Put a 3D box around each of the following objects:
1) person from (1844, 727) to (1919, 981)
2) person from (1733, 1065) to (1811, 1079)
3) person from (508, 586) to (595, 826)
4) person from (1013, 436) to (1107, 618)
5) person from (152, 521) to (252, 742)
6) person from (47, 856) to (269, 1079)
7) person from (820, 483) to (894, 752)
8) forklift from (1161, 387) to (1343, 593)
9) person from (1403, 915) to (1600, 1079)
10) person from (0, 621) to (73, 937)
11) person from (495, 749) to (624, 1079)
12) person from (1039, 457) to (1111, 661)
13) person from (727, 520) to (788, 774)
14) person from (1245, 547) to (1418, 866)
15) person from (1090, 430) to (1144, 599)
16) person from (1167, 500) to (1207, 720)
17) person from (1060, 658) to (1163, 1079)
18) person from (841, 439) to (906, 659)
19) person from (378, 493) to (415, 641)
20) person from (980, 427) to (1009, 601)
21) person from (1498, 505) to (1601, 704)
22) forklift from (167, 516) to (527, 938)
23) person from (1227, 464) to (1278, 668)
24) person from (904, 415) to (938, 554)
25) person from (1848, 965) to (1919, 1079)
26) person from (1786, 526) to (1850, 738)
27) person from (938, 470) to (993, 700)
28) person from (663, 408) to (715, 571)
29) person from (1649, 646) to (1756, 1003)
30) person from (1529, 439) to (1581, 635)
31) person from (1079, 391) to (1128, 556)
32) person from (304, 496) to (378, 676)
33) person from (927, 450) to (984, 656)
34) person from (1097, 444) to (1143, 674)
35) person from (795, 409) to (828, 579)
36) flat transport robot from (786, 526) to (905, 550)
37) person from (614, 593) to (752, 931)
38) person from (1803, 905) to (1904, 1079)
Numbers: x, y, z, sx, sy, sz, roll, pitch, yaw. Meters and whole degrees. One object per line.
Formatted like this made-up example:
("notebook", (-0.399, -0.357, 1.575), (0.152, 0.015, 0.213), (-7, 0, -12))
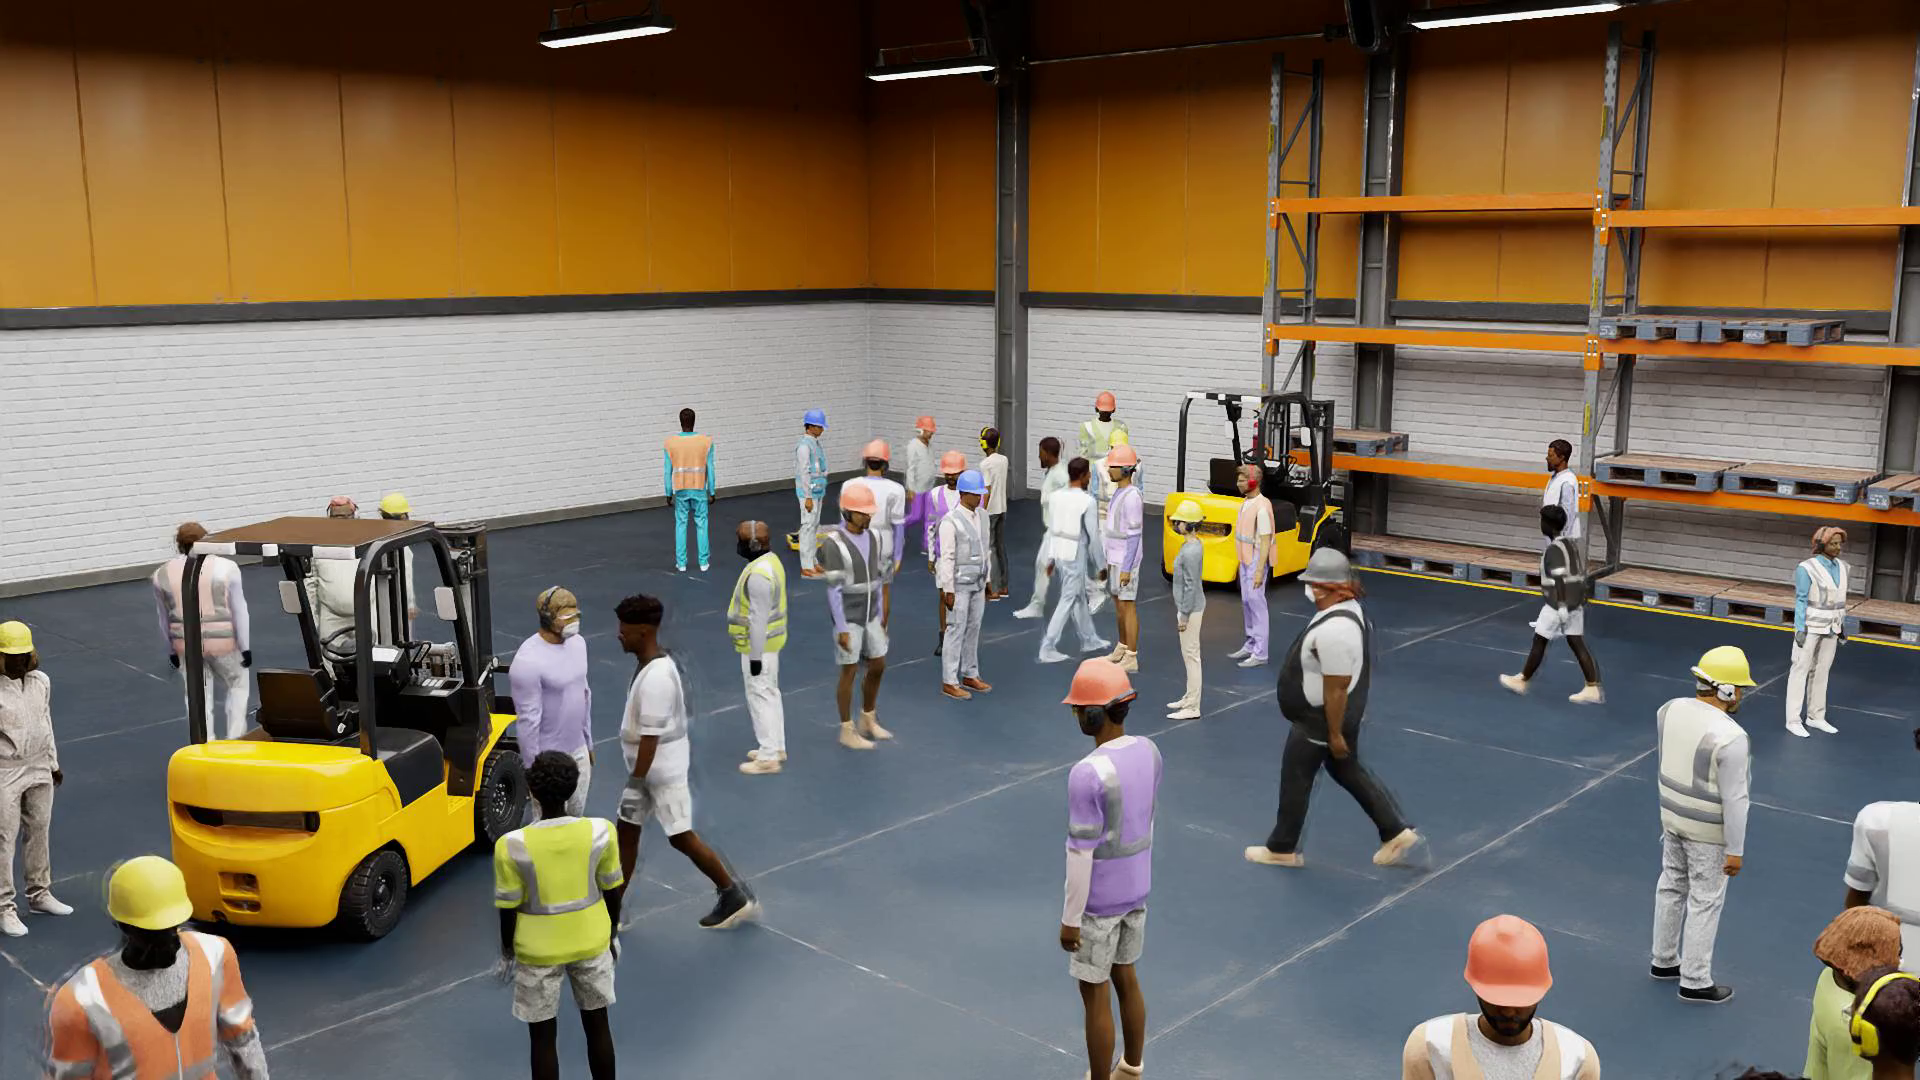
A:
("person", (3.805, 1.672, 6.509), (0.438, 1.950, 0.661), (-10, 14, -44))
("person", (1.682, 2.117, 3.985), (0.615, 1.938, 0.763), (-8, 13, -40))
("person", (-2.240, 1.199, 9.252), (0.385, 1.929, 0.635), (3, 10, 18))
("person", (1.042, -0.129, 16.984), (0.925, 1.879, 0.612), (0, 10, -1))
("person", (-5.422, 0.765, 12.010), (0.650, 1.821, 0.555), (-1, 10, -5))
("person", (-2.510, 1.911, 5.338), (1.011, 1.871, 0.609), (6, 12, 32))
("person", (-0.764, 0.572, 12.507), (0.398, 2.036, 0.627), (9, 13, 41))
("forklift", (3.298, -0.608, 18.767), (1.214, 2.155, 2.313), (9, 13, 42))
("person", (1.518, 1.985, 4.737), (0.551, 1.935, 0.371), (1, 10, 7))
("person", (-5.188, 1.298, 9.207), (0.319, 1.740, 0.492), (3, 10, 18))
("person", (-1.672, 1.710, 6.988), (0.540, 1.695, 0.317), (-5, 11, -26))
("person", (1.061, 0.173, 15.296), (0.933, 1.878, 0.601), (-7, 12, -34))
("person", (-1.461, 0.759, 12.021), (0.429, 1.834, 0.630), (0, 10, 1))
("person", (2.291, 1.000, 10.050), (0.958, 2.000, 0.682), (5, 11, 24))
("person", (1.693, -0.278, 17.913), (0.589, 1.834, 0.403), (-1, 10, -6))
("person", (1.820, 0.556, 13.353), (0.308, 1.772, 0.525), (2, 10, 9))
("person", (0.616, 1.510, 7.184), (0.411, 2.032, 0.611), (7, 12, 36))
("person", (-0.809, 0.083, 15.366), (0.623, 2.015, 0.914), (0, 10, 3))
("person", (-4.632, 0.491, 13.736), (0.326, 1.767, 0.532), (-8, 13, -38))
("person", (0.337, -0.278, 17.827), (0.312, 1.864, 0.535), (6, 11, 30))
("person", (4.971, 0.528, 13.857), (0.866, 1.629, 0.585), (7, 12, 34))
("forklift", (-3.583, 0.976, 9.748), (1.214, 2.155, 2.313), (2, 10, 11))
("person", (2.659, 0.232, 14.992), (0.375, 1.839, 0.567), (-1, 10, -5))
("person", (-0.499, -0.677, 20.442), (0.582, 1.732, 0.583), (7, 12, 35))
("person", (2.482, 2.066, 4.517), (0.526, 1.856, 0.320), (-1, 10, -8))
("person", (6.658, 0.701, 12.888), (0.514, 1.642, 0.310), (-4, 11, -22))
("person", (0.063, 0.367, 13.956), (0.416, 1.940, 0.615), (7, 12, 35))
("person", (-3.156, -0.582, 19.441), (0.588, 1.911, 0.397), (-1, 10, -7))
("person", (3.719, 1.418, 8.319), (0.403, 1.817, 0.601), (-2, 10, -14))
("person", (5.854, -0.030, 16.264), (0.379, 1.918, 0.597), (2, 10, 9))
("person", (1.762, -0.808, 20.366), (0.605, 2.034, 0.389), (-1, 10, -5))
("person", (-4.656, 0.604, 12.691), (0.652, 1.906, 0.403), (-3, 10, -16))
("person", (-0.051, 0.129, 15.333), (0.544, 1.930, 0.389), (3, 10, 17))
("person", (1.429, 0.170, 14.773), (0.372, 2.044, 0.608), (-1, 10, -7))
("person", (-1.691, -0.532, 19.051), (0.393, 1.943, 0.602), (1, 10, 6))
("flat transport robot", (-1.456, -0.051, 21.067), (1.431, 0.197, 0.652), (-2, 10, -11))
("person", (-1.638, 1.234, 9.098), (0.996, 1.922, 0.610), (-3, 10, -17))
("person", (2.937, 1.995, 5.565), (0.276, 1.627, 0.497), (4, 11, 23))
